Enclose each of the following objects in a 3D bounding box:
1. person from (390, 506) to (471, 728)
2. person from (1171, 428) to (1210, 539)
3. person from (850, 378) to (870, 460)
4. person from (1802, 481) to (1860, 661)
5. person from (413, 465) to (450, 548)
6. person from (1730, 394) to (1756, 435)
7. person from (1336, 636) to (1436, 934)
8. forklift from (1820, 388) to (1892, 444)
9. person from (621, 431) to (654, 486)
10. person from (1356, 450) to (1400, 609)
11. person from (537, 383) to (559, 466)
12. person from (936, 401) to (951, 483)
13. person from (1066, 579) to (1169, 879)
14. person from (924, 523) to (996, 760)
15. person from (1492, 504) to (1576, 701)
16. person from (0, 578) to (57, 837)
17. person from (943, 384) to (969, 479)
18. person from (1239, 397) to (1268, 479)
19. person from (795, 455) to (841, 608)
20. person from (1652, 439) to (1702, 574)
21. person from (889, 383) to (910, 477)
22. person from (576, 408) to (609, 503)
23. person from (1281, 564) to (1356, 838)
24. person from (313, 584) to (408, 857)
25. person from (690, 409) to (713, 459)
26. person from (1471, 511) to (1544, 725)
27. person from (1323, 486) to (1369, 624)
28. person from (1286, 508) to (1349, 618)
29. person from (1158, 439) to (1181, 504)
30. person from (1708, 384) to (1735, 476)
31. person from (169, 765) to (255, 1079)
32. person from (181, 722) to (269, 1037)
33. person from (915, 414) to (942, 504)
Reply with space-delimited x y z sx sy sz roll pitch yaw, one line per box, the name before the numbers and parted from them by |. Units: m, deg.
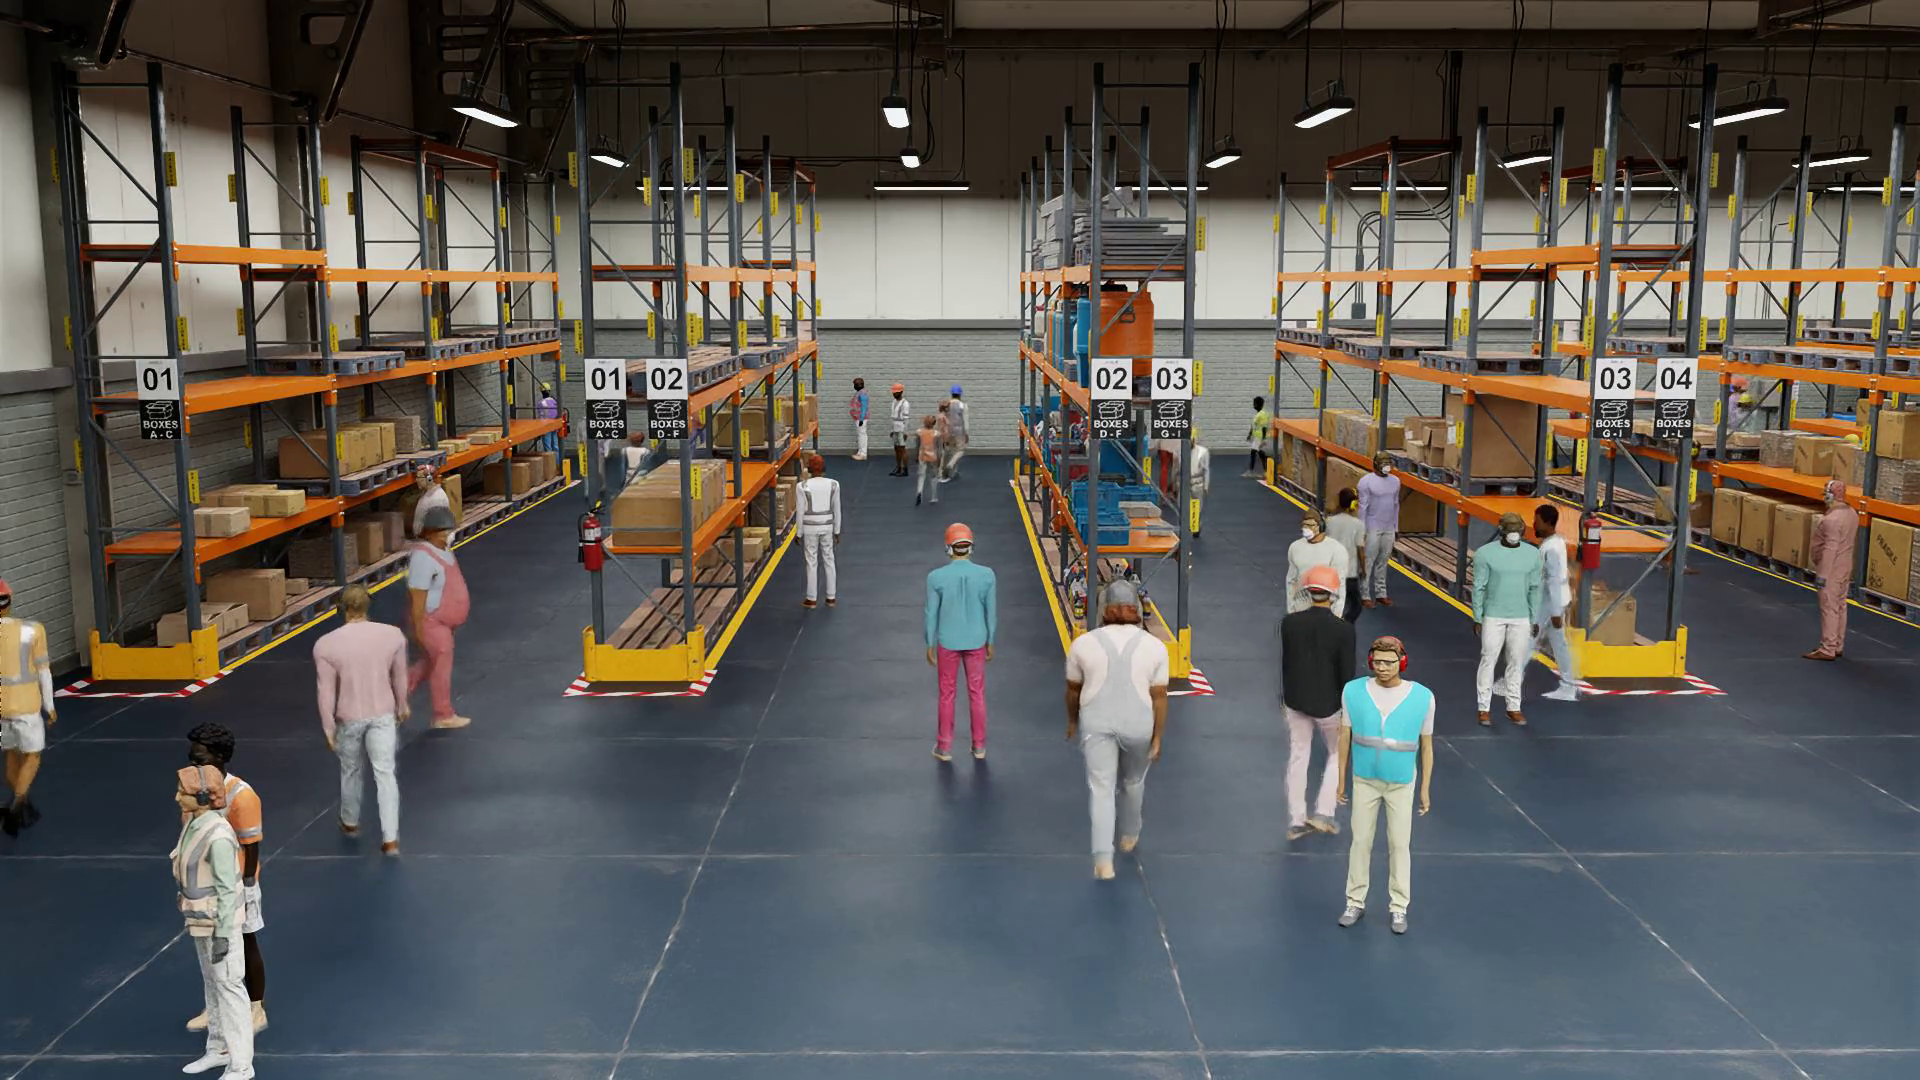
person | -4.763 0.670 14.833 0.762 2.000 0.695 -1 9 -6
person | 3.525 -0.853 25.407 0.593 1.803 0.829 2 9 13
person | -2.244 -2.717 37.283 0.429 1.838 0.622 -2 9 -10
person | 9.168 0.322 17.528 0.636 1.902 0.406 -9 12 -44
person | -6.077 0.077 19.126 0.401 1.900 0.636 -5 10 -30
person | 15.783 -2.088 33.596 0.514 1.722 0.502 -2 9 -11
person | 2.606 1.484 10.220 0.570 1.843 0.372 4 10 21
forklift | 20.072 -3.110 36.462 1.873 2.768 1.129 0 9 0
person | -5.104 -0.924 26.431 0.546 1.623 0.415 2 9 15
person | 5.112 -0.128 20.291 0.636 1.939 0.364 -5 10 -27
person | -8.449 -2.265 34.102 0.382 1.920 0.585 5 10 29
person | -0.336 -1.956 33.051 0.318 1.630 0.513 1 9 7
person | 1.058 1.223 11.275 0.697 2.000 1.051 1 9 8
person | -0.004 0.846 13.879 0.615 1.985 0.409 -2 9 -11
person | 5.469 0.593 15.843 0.932 1.875 0.603 4 10 24
person | -6.811 1.202 11.905 0.553 1.896 0.756 -2 9 -14
person | -0.118 -2.152 33.333 0.625 1.929 0.713 7 11 37
person | 5.931 -2.056 33.563 0.758 1.669 0.550 0 9 -2
person | -1.735 -0.105 20.323 0.583 1.881 0.338 -4 10 -25
person | 9.854 -0.460 22.772 0.472 1.872 0.596 1 9 4
person | -1.255 -2.249 33.983 0.387 1.929 0.548 -5 10 -31
person | -6.674 -1.607 30.283 0.601 1.800 0.884 0 9 -2
person | 2.555 1.160 11.899 0.621 1.978 0.508 6 11 36
person | -4.164 1.244 11.644 0.643 1.893 1.026 -5 10 -28
person | -5.418 -2.364 34.542 0.618 1.986 0.406 -3 9 -21
person | 4.908 0.704 14.942 0.630 1.940 0.372 0 9 0
person | 4.005 0.367 17.412 0.633 1.854 0.420 8 12 42
person | 3.253 0.662 15.251 0.373 1.934 0.627 -9 12 -44
person | 3.855 -1.642 29.962 0.656 1.949 0.763 5 10 29
person | 15.612 -2.268 34.078 0.417 1.941 0.608 6 11 34
person | -3.688 1.899 8.207 0.312 1.642 0.512 -7 11 -39
person | -3.887 1.787 8.749 0.540 1.696 0.316 5 10 27
person | -0.580 -1.440 29.772 0.520 1.615 0.699 2 9 10
